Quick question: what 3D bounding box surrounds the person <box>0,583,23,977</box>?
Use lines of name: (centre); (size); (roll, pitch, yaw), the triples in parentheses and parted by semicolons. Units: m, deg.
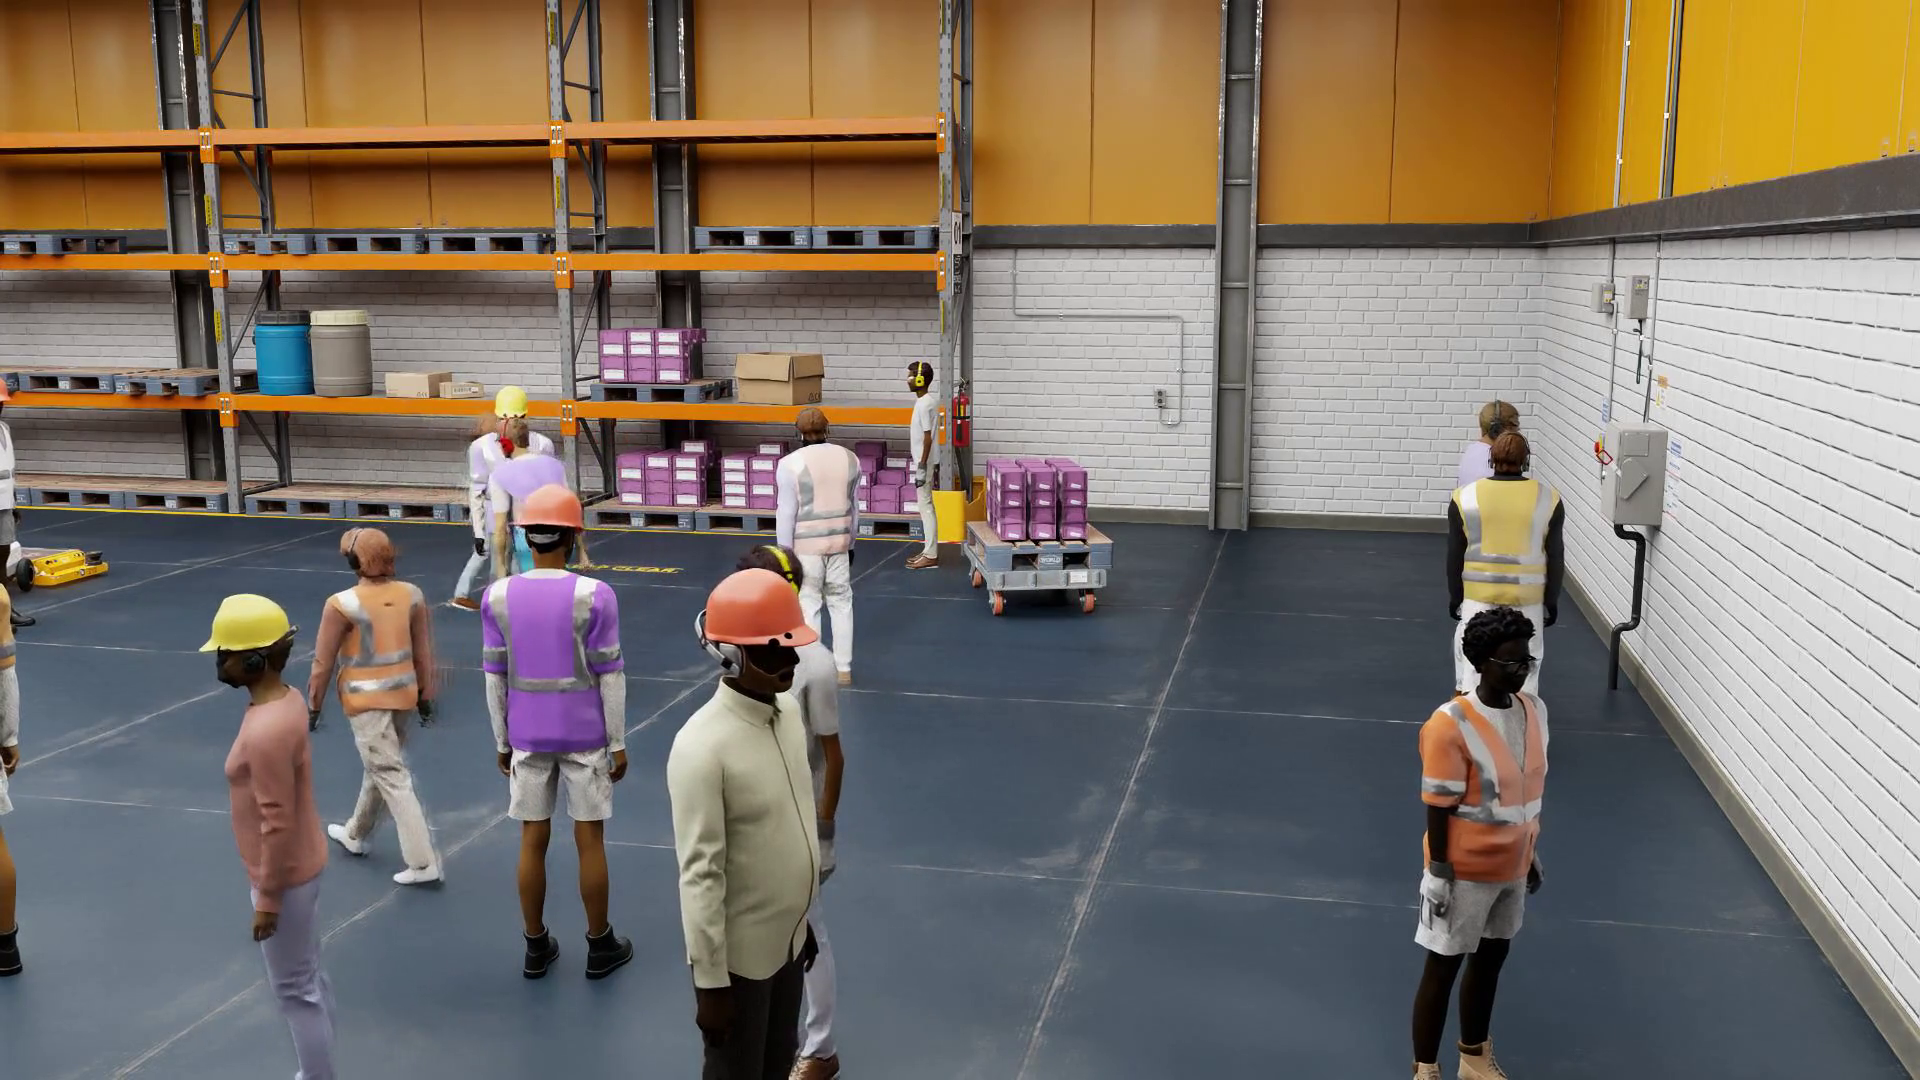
person: (-3.882, 0.761, 6.339); (0.380, 1.930, 0.540); (7, 12, 36)

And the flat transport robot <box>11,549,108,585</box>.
flat transport robot: (-8.270, 0.214, 14.468); (1.431, 0.197, 0.652); (2, 10, 10)

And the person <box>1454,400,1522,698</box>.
person: (3.228, 0.107, 10.195); (0.393, 1.934, 0.660); (1, 10, 6)

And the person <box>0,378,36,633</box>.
person: (-7.190, -0.268, 12.409); (0.376, 1.933, 0.547); (0, 10, -1)

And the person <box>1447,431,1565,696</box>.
person: (3.016, 0.314, 9.240); (0.627, 1.844, 0.429); (3, 10, 17)

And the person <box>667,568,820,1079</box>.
person: (-0.538, 1.054, 4.397); (0.381, 1.993, 0.622); (3, 10, 17)

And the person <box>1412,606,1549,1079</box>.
person: (1.681, 1.042, 5.350); (0.538, 1.695, 0.319); (-6, 11, -33)

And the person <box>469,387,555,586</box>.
person: (-3.051, -0.099, 11.450); (0.593, 1.917, 0.384); (-6, 11, -30)

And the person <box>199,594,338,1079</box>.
person: (-2.145, 1.036, 5.190); (0.329, 1.766, 0.533); (-3, 10, -17)

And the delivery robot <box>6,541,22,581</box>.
delivery robot: (-7.979, 0.168, 13.628); (0.477, 0.478, 0.707); (-2, 10, -12)

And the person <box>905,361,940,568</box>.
person: (-0.341, -0.671, 15.001); (0.312, 1.864, 0.538); (1, 10, 4)

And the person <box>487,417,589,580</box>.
person: (-2.734, 0.087, 10.813); (0.976, 1.772, 0.599); (6, 11, 32)

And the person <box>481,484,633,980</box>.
person: (-1.542, 0.745, 6.423); (0.542, 1.930, 0.367); (1, 10, 4)

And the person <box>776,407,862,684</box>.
person: (-0.933, 0.059, 10.759); (0.624, 1.841, 0.430); (-7, 12, -37)

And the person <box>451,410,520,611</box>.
person: (-3.723, -0.244, 13.289); (0.865, 1.590, 0.505); (-7, 12, -37)

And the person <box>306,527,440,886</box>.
person: (-2.646, 0.737, 7.467); (0.863, 1.586, 0.530); (6, 11, 30)

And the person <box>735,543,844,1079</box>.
person: (-0.595, 0.929, 5.527); (0.310, 1.864, 0.533); (-9, 13, -41)
